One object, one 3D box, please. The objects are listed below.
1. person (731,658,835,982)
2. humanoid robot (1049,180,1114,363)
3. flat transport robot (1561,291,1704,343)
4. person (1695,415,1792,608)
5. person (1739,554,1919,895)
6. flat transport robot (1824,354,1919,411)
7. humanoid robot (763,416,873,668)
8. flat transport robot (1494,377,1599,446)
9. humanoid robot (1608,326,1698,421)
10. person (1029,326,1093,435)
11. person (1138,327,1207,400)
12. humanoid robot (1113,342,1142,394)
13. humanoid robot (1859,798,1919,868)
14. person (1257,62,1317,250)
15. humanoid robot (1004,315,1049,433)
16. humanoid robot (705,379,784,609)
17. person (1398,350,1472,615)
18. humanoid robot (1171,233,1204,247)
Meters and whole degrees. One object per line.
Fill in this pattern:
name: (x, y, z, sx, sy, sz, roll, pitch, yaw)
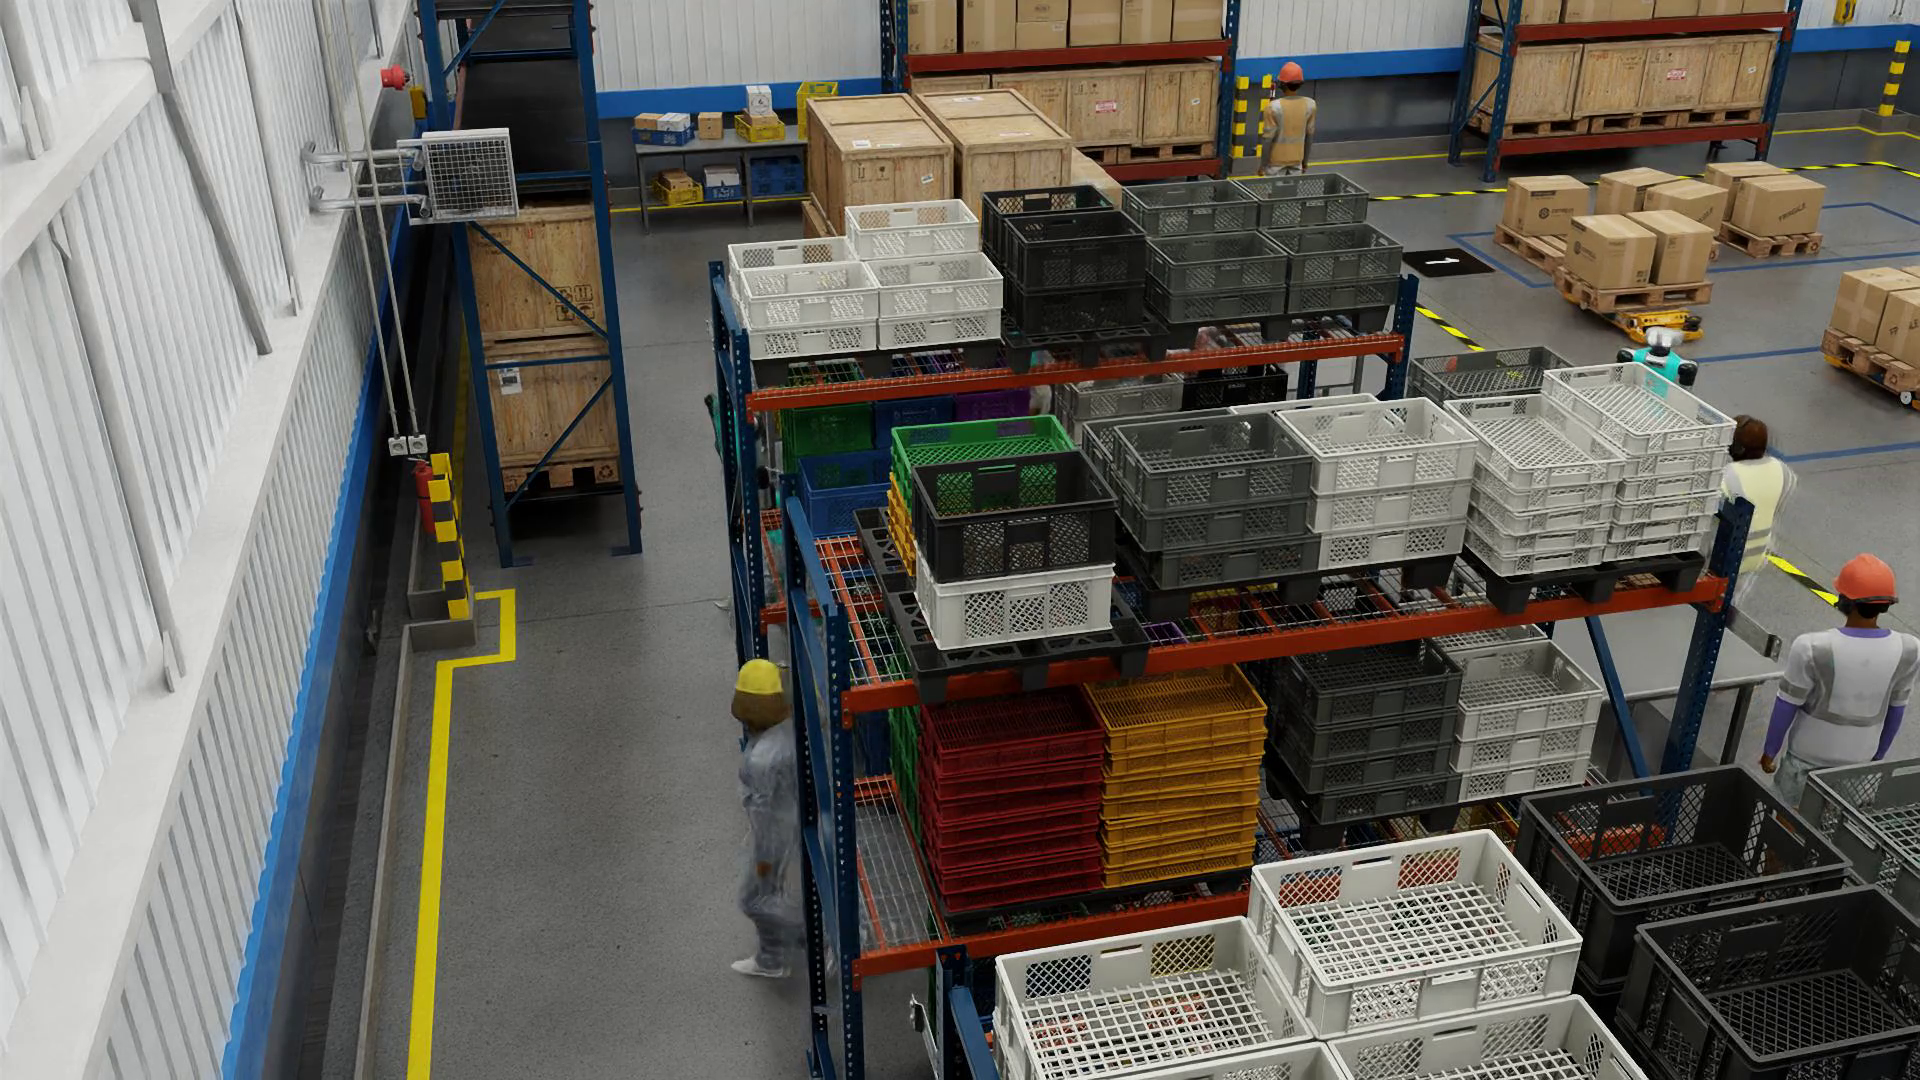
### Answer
person: (-0.864, 1.365, 7.908, 0.479, 1.702, 0.540, 1, 28, 2)
humanoid robot: (1.346, -2.411, 15.095, 1.019, 1.772, 0.536, -6, 28, -12)
flat transport robot: (6.607, -2.296, 16.373, 0.652, 0.197, 1.431, -6, 28, -12)
person: (4.682, 0.091, 10.203, 0.646, 1.824, 0.453, -9, 29, -17)
person: (4.300, 1.000, 8.260, 0.608, 2.038, 0.407, 3, 28, 6)
flat transport robot: (8.473, -1.467, 14.800, 0.652, 0.197, 1.431, -6, 28, -12)
humanoid robot: (-0.926, 0.081, 10.323, 0.964, 1.740, 0.540, -16, 32, -28)
flat transport robot: (4.780, -1.036, 14.013, 0.659, 0.231, 1.431, -6, 28, -12)
humanoid robot: (4.887, -0.787, 11.820, 0.533, 1.677, 0.735, 16, 32, 28)
person: (0.714, -0.615, 11.536, 0.509, 1.838, 0.338, 4, 28, 7)
person: (1.540, -1.102, 12.378, 0.600, 1.914, 0.387, 20, 34, 33)
humanoid robot: (1.145, -0.696, 11.874, 0.593, 1.643, 0.560, 18, 33, 30)
humanoid robot: (3.666, 1.864, 7.003, 0.762, 1.828, 0.552, -12, 30, -21)
person: (3.499, -4.118, 17.954, 0.607, 2.048, 0.365, -9, 29, -16)
humanoid robot: (0.667, -1.044, 12.468, 0.994, 1.754, 0.573, -14, 31, -24)
humanoid robot: (-1.272, -0.343, 11.129, 0.963, 1.746, 0.572, -21, 34, -34)
person: (3.154, -0.322, 10.868, 0.377, 1.937, 0.545, -17, 32, -29)
humanoid robot: (2.009, -2.050, 14.469, 0.484, 1.648, 0.599, -22, 35, -35)
